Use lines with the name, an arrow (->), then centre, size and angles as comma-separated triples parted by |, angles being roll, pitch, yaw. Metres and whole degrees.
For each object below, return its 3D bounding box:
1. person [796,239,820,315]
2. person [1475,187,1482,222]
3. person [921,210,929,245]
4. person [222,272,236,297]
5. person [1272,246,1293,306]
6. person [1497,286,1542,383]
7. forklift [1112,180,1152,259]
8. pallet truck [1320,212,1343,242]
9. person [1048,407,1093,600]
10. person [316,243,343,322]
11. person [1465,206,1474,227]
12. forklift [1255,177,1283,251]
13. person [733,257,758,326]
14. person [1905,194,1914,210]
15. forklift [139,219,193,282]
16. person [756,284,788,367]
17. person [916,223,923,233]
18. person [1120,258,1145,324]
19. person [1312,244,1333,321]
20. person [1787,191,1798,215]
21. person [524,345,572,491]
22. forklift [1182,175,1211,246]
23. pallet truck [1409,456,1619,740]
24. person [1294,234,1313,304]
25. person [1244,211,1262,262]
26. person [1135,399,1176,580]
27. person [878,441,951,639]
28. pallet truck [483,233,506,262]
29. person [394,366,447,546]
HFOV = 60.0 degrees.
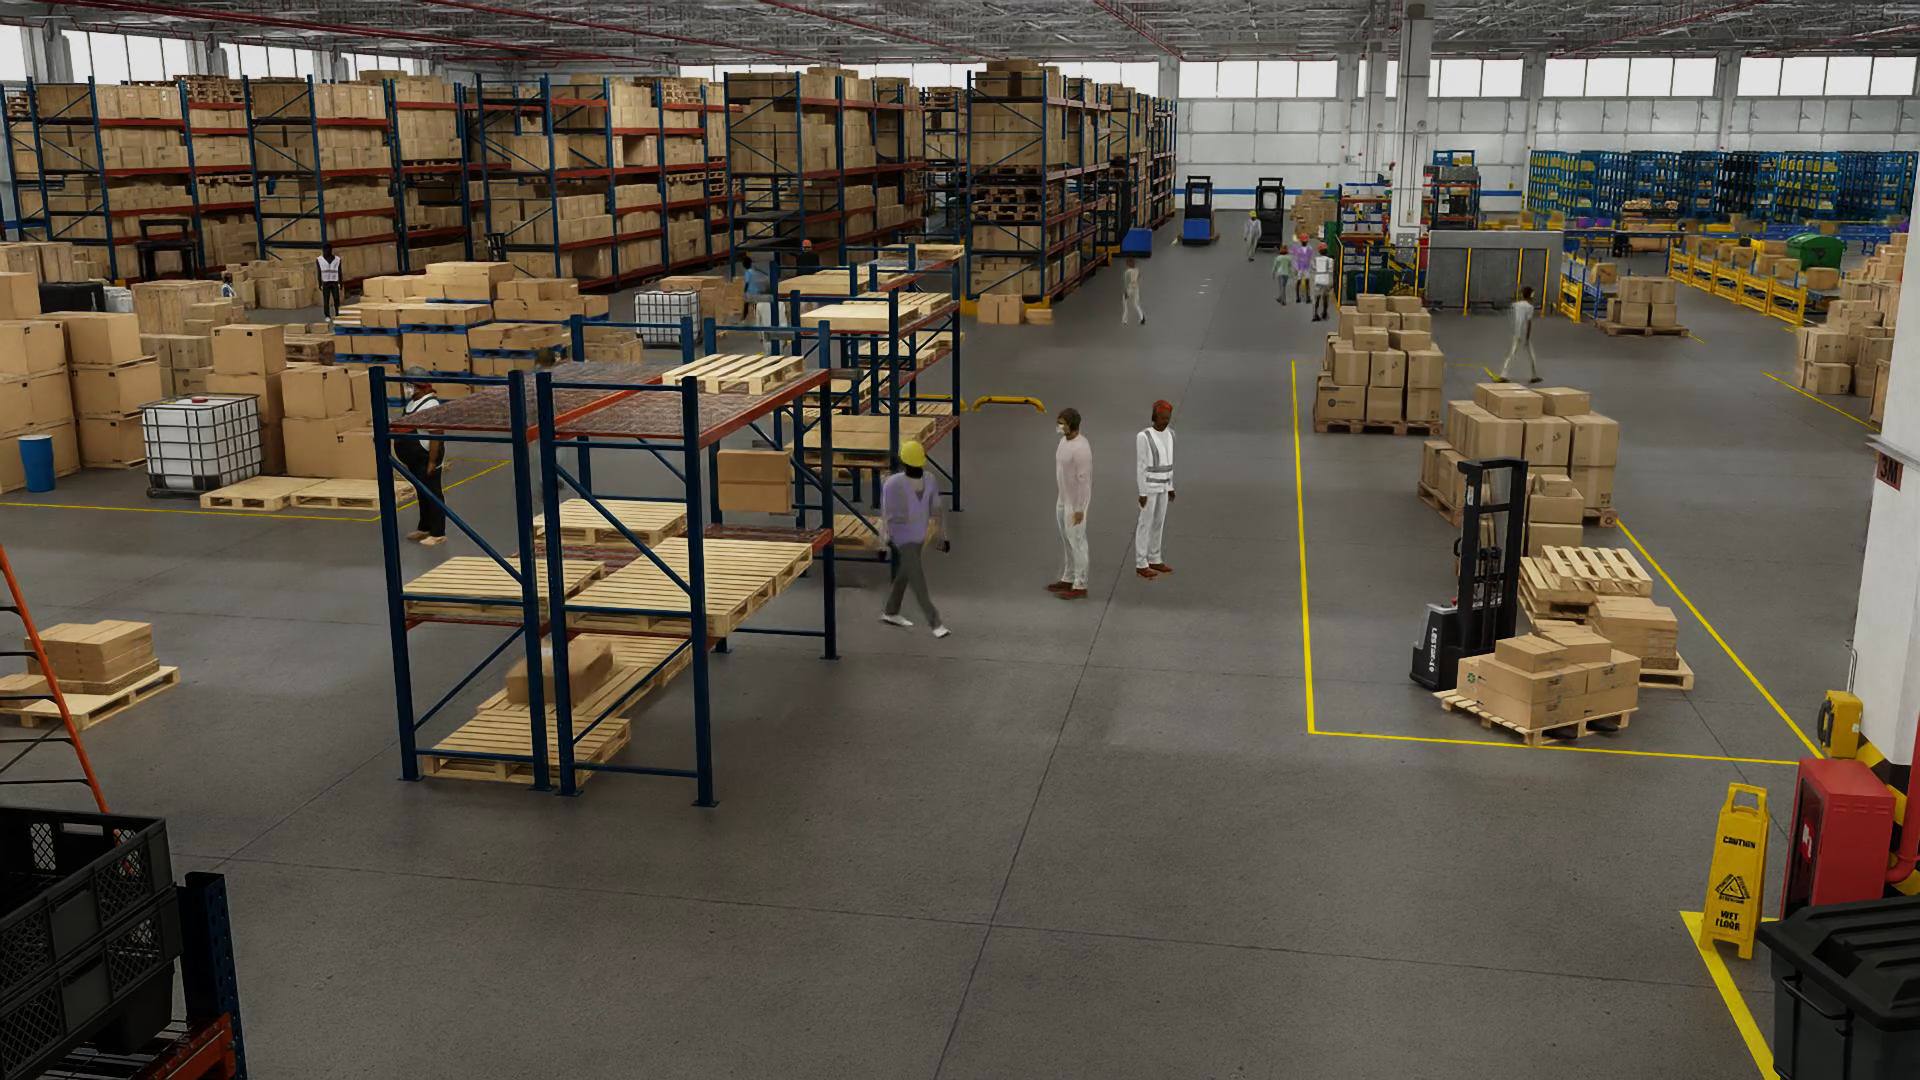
person -> -3.746, -6.398, 41.001 | 0.612, 1.995, 0.376 | -4, 15, -17
person -> 24.723, -15.925, 79.750 | 0.895, 1.968, 0.622 | 0, 14, 0
person -> -1.427, -11.637, 62.934 | 0.647, 1.676, 0.541 | 10, 17, 36
person -> -15.729, -4.950, 35.845 | 0.308, 1.645, 0.514 | -4, 14, -14
person -> 8.645, -7.109, 44.709 | 0.523, 1.581, 0.846 | -3, 14, -12
person -> 10.408, -3.786, 30.802 | 0.968, 1.814, 0.481 | -9, 16, -31
forklift -> 6.082, -11.722, 60.796 | 1.873, 2.768, 1.129 | 2, 14, 9
pallet truck -> 15.874, -13.227, 70.310 | 0.680, 1.201, 1.601 | 10, 17, 35
person -> 1.121, -0.371, 16.652 | 0.355, 1.936, 0.635 | -4, 14, -15
person -> -15.496, -6.338, 40.940 | 0.587, 1.911, 0.397 | -8, 16, -29
person -> 20.130, -12.336, 65.680 | 0.923, 1.718, 0.532 | -2, 14, -6
forklift -> 12.083, -12.747, 64.956 | 1.129, 2.768, 1.873 | 3, 14, 10
person -> -5.071, -5.889, 39.605 | 0.838, 1.654, 0.543 | -1, 14, -5
person -> 45.168, -15.693, 79.046 | 0.379, 1.844, 0.570 | 3, 14, 11
forklift -> -16.384, -5.252, 34.527 | 1.129, 2.768, 1.873 | -6, 15, -25
person -> -3.377, -3.671, 30.044 | 0.632, 1.940, 0.368 | 7, 16, 27
person -> -1.559, -11.032, 60.133 | 0.635, 1.842, 0.429 | 6, 15, 22
person -> 4.167, -5.992, 40.128 | 0.520, 1.618, 0.688 | -8, 16, -31
person -> 8.939, -6.360, 41.098 | 0.548, 1.892, 0.928 | 6, 15, 24
person -> 40.564, -16.121, 80.908 | 0.615, 1.788, 0.506 | 6, 15, 24
person -> -5.295, -1.546, 21.444 | 0.650, 1.925, 0.410 | 2, 14, 7
forklift -> 9.669, -13.413, 67.660 | 1.129, 2.768, 1.873 | 2, 14, 10
pallet truck -> 4.504, 0.400, 13.395 | 0.823, 1.965, 1.885 | -6, 15, -23
person -> 9.324, -7.351, 45.110 | 0.546, 1.881, 0.960 | -1, 14, -3
person -> 10.495, -10.845, 59.489 | 0.591, 1.780, 0.902 | 0, 14, 1
person -> 2.053, -0.536, 17.427 | 0.354, 1.887, 0.572 | 12, 18, 41
person -> -0.413, -0.019, 15.388 | 0.945, 1.856, 0.684 | 13, 19, 42
pallet truck -> -11.832, -7.026, 43.548 | 1.885, 1.965, 0.823 | 8, 16, 28
person -> -6.111, -0.955, 18.808 | 0.538, 2.000, 0.687 | -10, 17, -36
